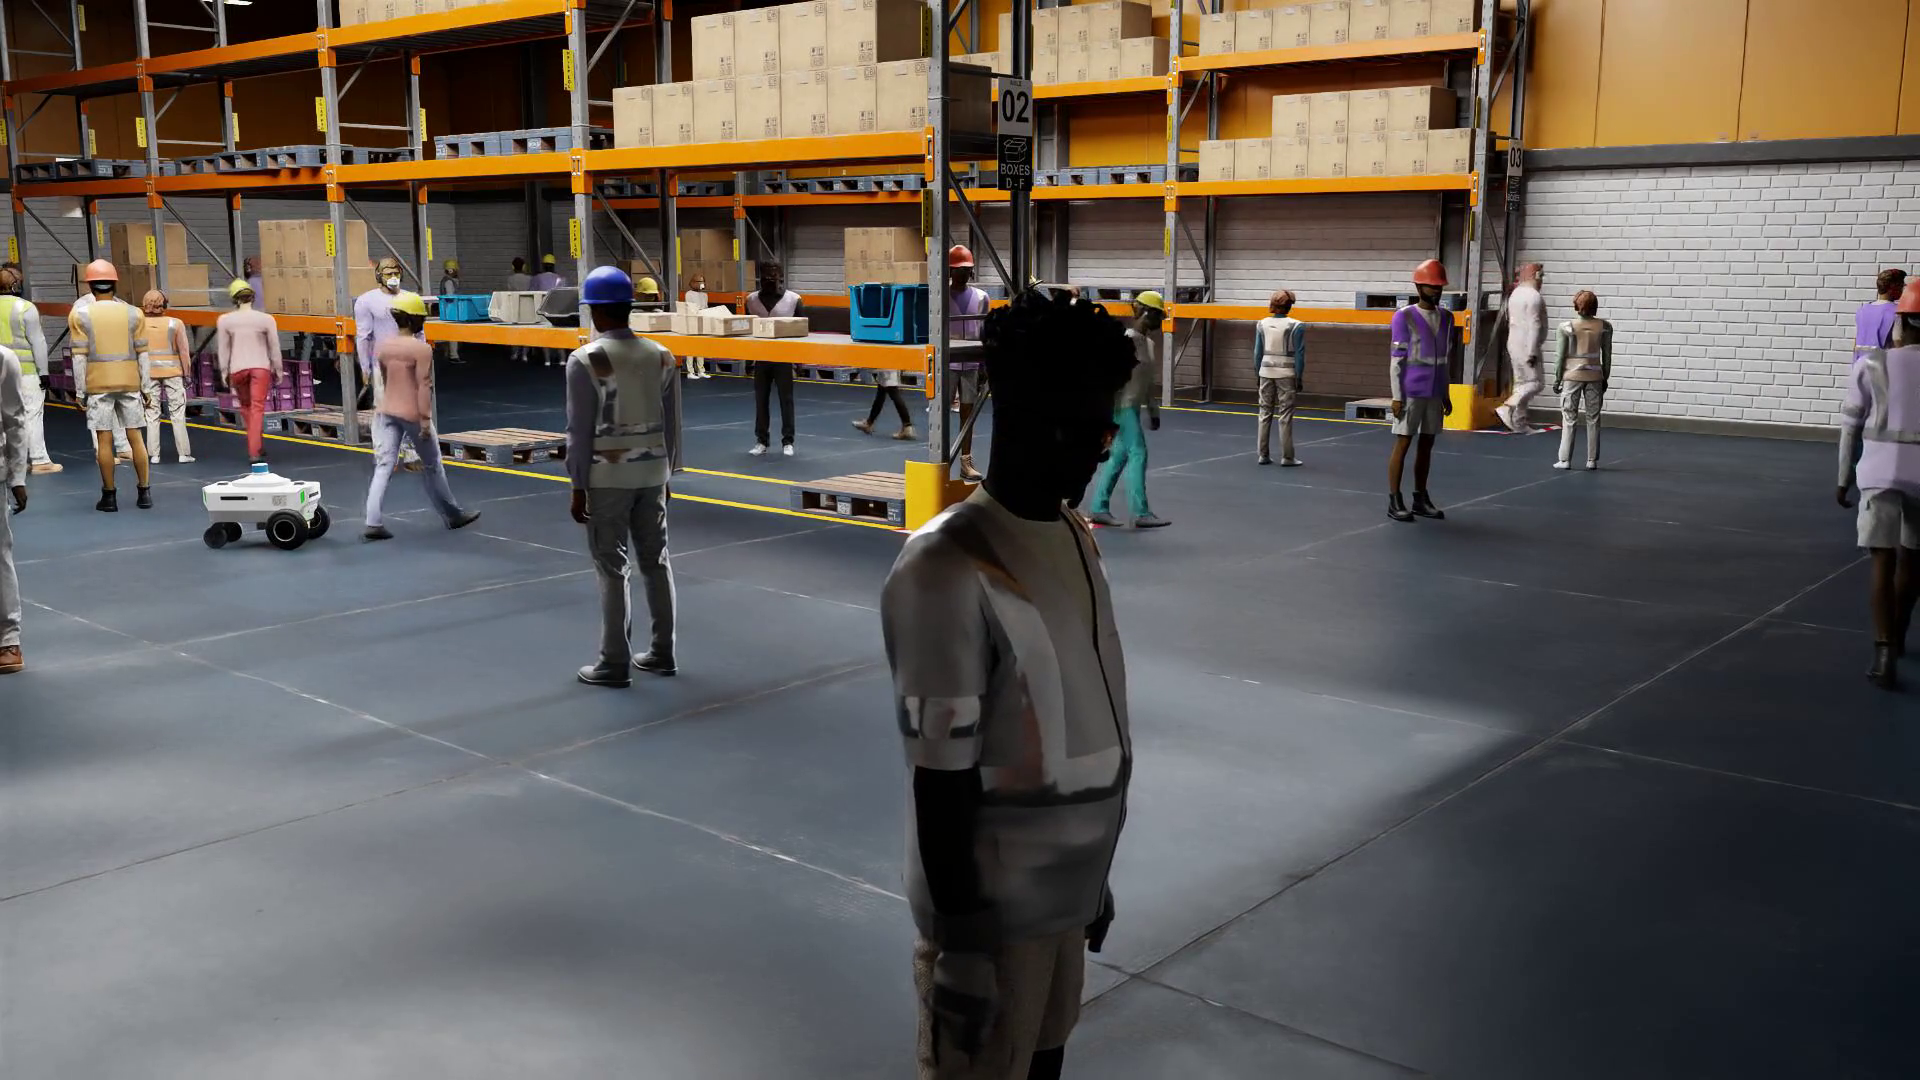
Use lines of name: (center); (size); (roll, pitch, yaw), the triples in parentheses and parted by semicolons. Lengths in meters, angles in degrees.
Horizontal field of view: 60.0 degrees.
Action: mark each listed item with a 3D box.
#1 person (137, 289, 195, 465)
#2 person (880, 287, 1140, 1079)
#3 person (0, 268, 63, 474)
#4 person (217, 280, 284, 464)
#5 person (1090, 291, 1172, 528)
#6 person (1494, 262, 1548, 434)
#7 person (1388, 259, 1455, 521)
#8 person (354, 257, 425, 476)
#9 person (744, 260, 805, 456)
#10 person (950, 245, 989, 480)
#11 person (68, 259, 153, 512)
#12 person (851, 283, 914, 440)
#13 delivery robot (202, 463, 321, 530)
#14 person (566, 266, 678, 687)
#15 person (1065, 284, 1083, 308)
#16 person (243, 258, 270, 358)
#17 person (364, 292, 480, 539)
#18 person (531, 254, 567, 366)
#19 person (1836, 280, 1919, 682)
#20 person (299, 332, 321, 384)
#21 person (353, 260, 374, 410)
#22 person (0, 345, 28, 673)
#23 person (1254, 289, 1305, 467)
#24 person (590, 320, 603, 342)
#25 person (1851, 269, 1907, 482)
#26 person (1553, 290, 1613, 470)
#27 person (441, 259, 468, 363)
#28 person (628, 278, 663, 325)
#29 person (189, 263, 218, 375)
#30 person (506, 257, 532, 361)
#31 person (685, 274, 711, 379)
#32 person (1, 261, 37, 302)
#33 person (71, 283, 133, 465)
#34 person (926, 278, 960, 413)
person: (-7.464, -1.517, 15.555); (0.514, 1.642, 0.310); (-3, 10, -14)
person: (0.106, 0.570, 2.768); (0.381, 1.958, 0.603); (4, 11, 23)
person: (-8.434, -1.507, 14.922); (0.627, 1.847, 0.429); (2, 10, 13)
person: (-6.710, -1.594, 15.765); (0.531, 1.710, 0.866); (-2, 10, -11)
person: (1.283, -0.937, 12.036); (0.718, 1.707, 0.593); (4, 11, 22)
person: (6.101, -2.064, 18.010); (0.502, 1.880, 0.650); (0, 10, -3)
person: (3.451, -1.107, 12.375); (0.547, 1.938, 0.379); (-4, 11, -24)
person: (-5.038, -1.534, 14.808); (0.635, 1.939, 0.367); (-9, 14, -42)
person: (-1.808, -1.772, 16.283); (0.638, 1.907, 0.382); (2, 10, 11)
person: (-0.012, -1.525, 14.450); (0.605, 2.045, 0.379); (-4, 11, -21)
person: (-6.545, -1.185, 12.830); (0.551, 1.932, 0.376); (-8, 13, -38)
person: (-0.828, -1.904, 17.696); (0.876, 1.641, 0.546); (5, 11, 28)
delivery robot: (-4.757, -0.279, 11.333); (0.707, 0.478, 0.477); (0, 10, -1)
person: (-1.575, -0.296, 7.755); (0.413, 1.940, 0.603); (8, 13, 39)
person: (1.254, -2.100, 18.963); (0.531, 1.614, 0.539); (-1, 10, -7)
person: (-9.657, -2.932, 22.986); (0.615, 1.900, 0.689); (1, 10, 8)
person: (-3.858, -0.875, 11.687); (0.534, 1.709, 0.945); (5, 11, 26)
person: (-7.018, -3.925, 28.499); (0.606, 1.914, 0.418); (-2, 10, -12)
person: (4.494, -0.292, 7.910); (0.548, 1.890, 0.996); (4, 11, 20)
person: (-9.731, -3.131, 24.773); (0.289, 1.632, 0.498); (-3, 10, -14)
person: (-7.252, -2.524, 20.554); (0.555, 1.909, 0.889); (-10, 14, -44)
person: (-4.730, -0.289, 7.878); (0.576, 1.883, 0.352); (-4, 11, -20)
person: (2.965, -1.502, 15.473); (0.515, 1.641, 0.315); (9, 14, 43)
person: (-2.563, -1.056, 12.291); (0.312, 1.867, 0.531); (-1, 10, -3)
person: (7.858, -1.387, 14.228); (0.390, 1.847, 0.566); (-2, 10, -12)
person: (5.675, -1.451, 15.174); (0.514, 1.645, 0.309); (0, 10, 1)
person: (-8.970, -4.027, 29.338); (0.458, 1.826, 0.611); (-4, 11, -20)
person: (-3.045, -1.681, 16.221); (0.485, 1.737, 0.346); (-7, 12, -35)
person: (-12.029, -3.439, 26.084); (0.601, 1.780, 0.917); (4, 11, 23)
person: (-7.930, -4.151, 29.973); (0.527, 1.849, 0.705); (-5, 11, -25)
person: (-4.081, -3.318, 25.860); (0.276, 1.629, 0.497); (7, 12, 34)
person: (-13.919, -3.192, 24.598); (0.589, 1.815, 0.956); (3, 10, 14)
person: (-7.978, -1.628, 15.620); (0.429, 1.844, 0.627); (3, 10, 15)
person: (-0.173, -2.498, 20.424); (0.645, 1.897, 0.406); (-3, 10, -18)
